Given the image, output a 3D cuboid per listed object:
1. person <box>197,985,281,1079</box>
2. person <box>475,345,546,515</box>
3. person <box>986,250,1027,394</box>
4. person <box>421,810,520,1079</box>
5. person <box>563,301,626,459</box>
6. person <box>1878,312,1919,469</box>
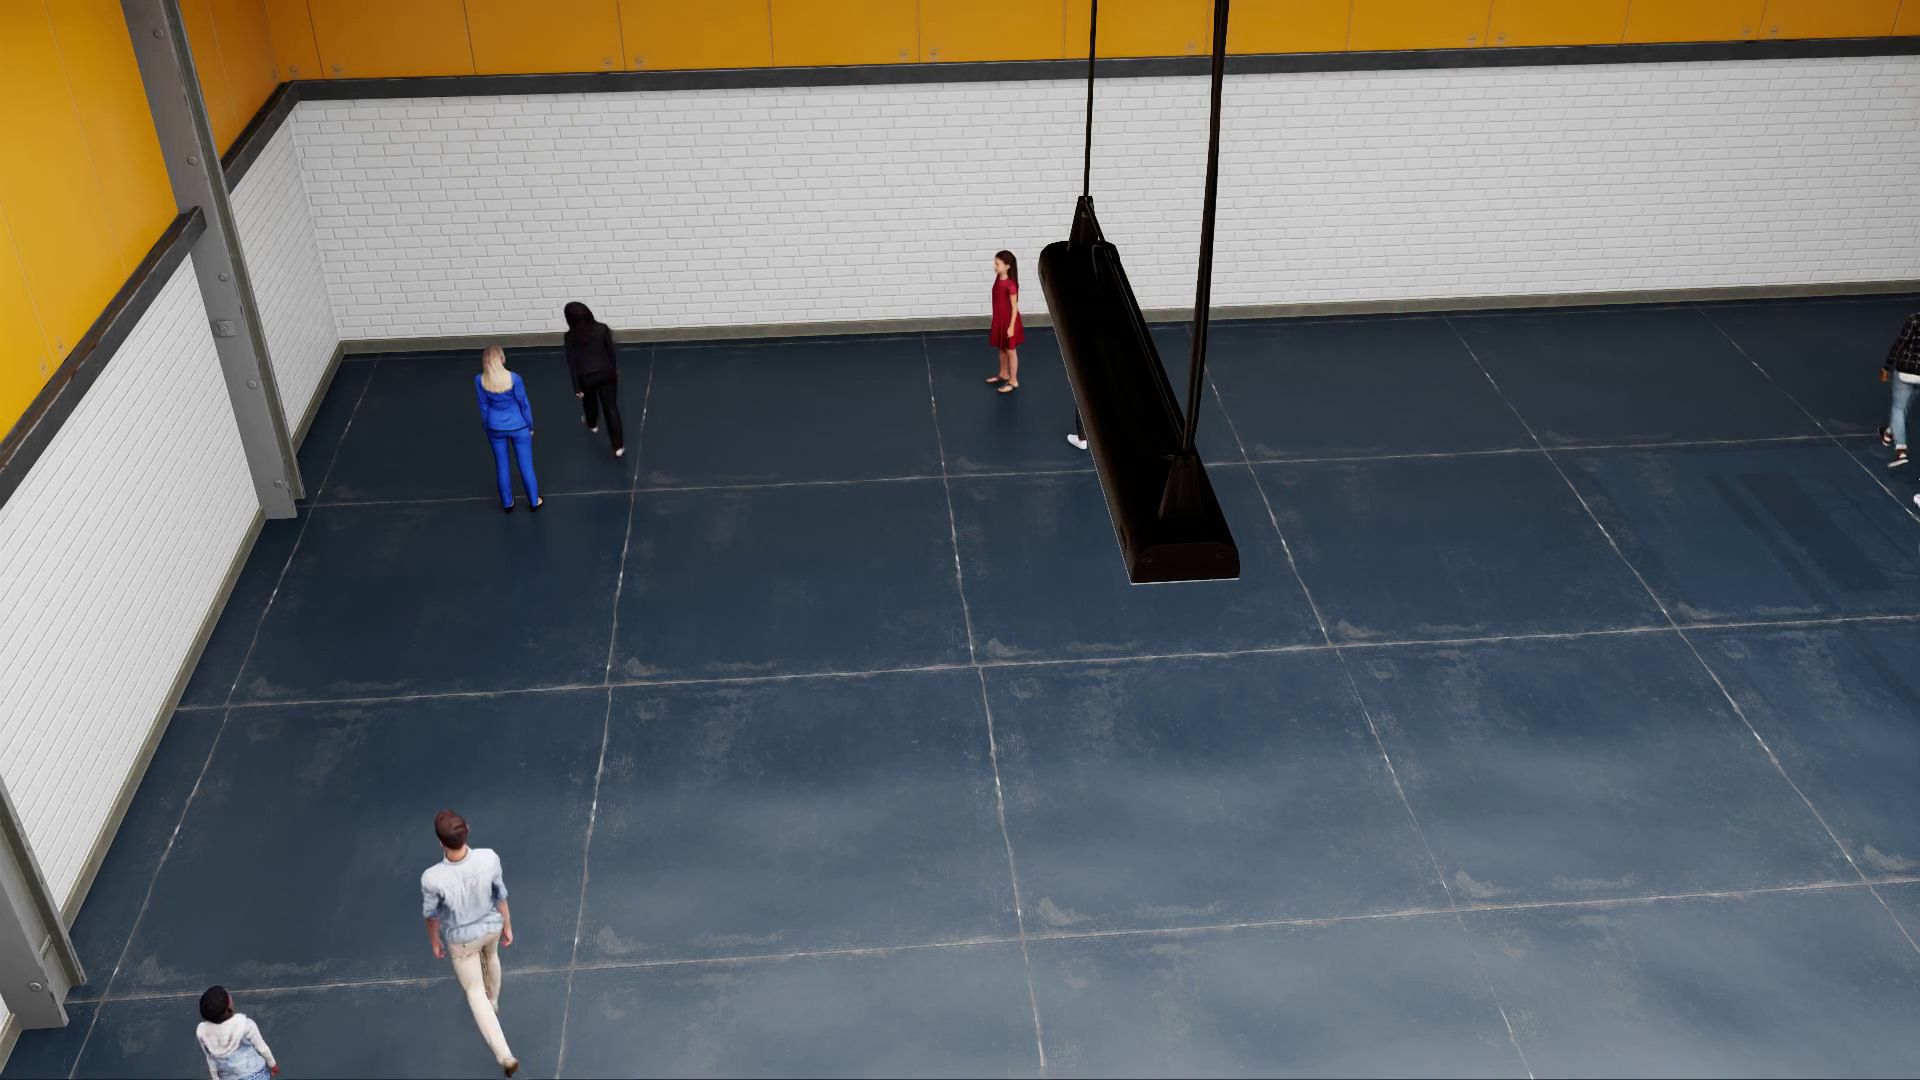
[{"bbox_3d":[-4.117,3.066,9.511,0.497,1.245,0.870,-1,34,-1],"label":"person"},{"bbox_3d":[-4.141,-1.007,15.229,0.628,1.700,0.560,0,34,0],"label":"person"},{"bbox_3d":[0.479,-2.295,17.299,0.710,1.552,0.648,-17,37,-24],"label":"person"},{"bbox_3d":[-2.879,2.418,9.971,1.000,1.815,1.269,-19,38,-26],"label":"person"},{"bbox_3d":[-3.512,-1.523,16.134,0.928,1.556,1.230,-14,36,-20],"label":"person"},{"bbox_3d":[9.189,-1.538,15.951,0.864,1.784,1.248,4,34,6],"label":"person"}]
